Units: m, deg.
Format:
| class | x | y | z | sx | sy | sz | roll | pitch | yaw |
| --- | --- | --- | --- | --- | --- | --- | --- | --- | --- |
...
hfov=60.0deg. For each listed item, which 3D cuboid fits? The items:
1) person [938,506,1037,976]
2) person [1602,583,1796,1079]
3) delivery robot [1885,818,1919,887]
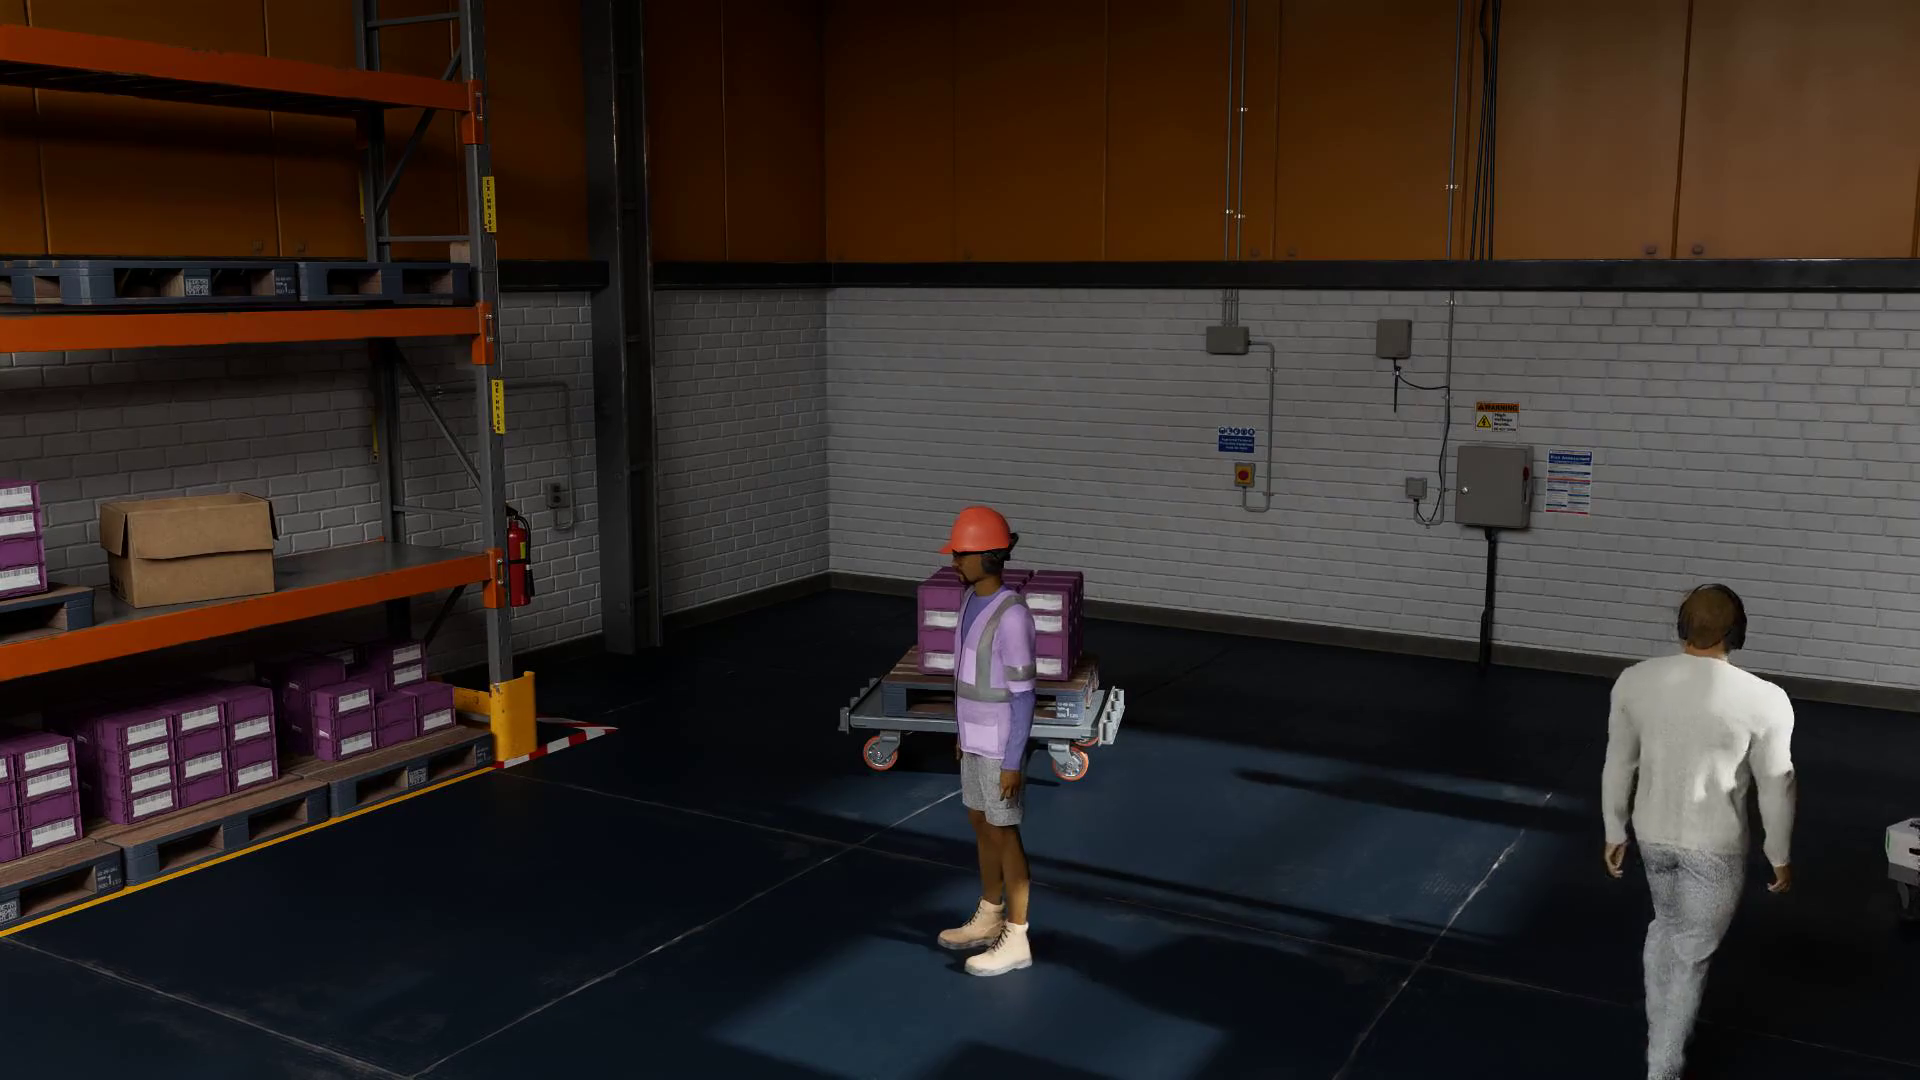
| class | x | y | z | sx | sy | sz | roll | pitch | yaw |
| --- | --- | --- | --- | --- | --- | --- | --- | --- | --- |
| person | 0.103 | 0.865 | 7.217 | 0.392 | 2.041 | 0.615 | -3 | 10 | -20 |
| person | 2.742 | 1.103 | 6.126 | 0.756 | 1.912 | 0.628 | -7 | 12 | -39 |
| delivery robot | 4.679 | 1.487 | 7.671 | 0.477 | 0.478 | 0.707 | -6 | 11 | -33 |
